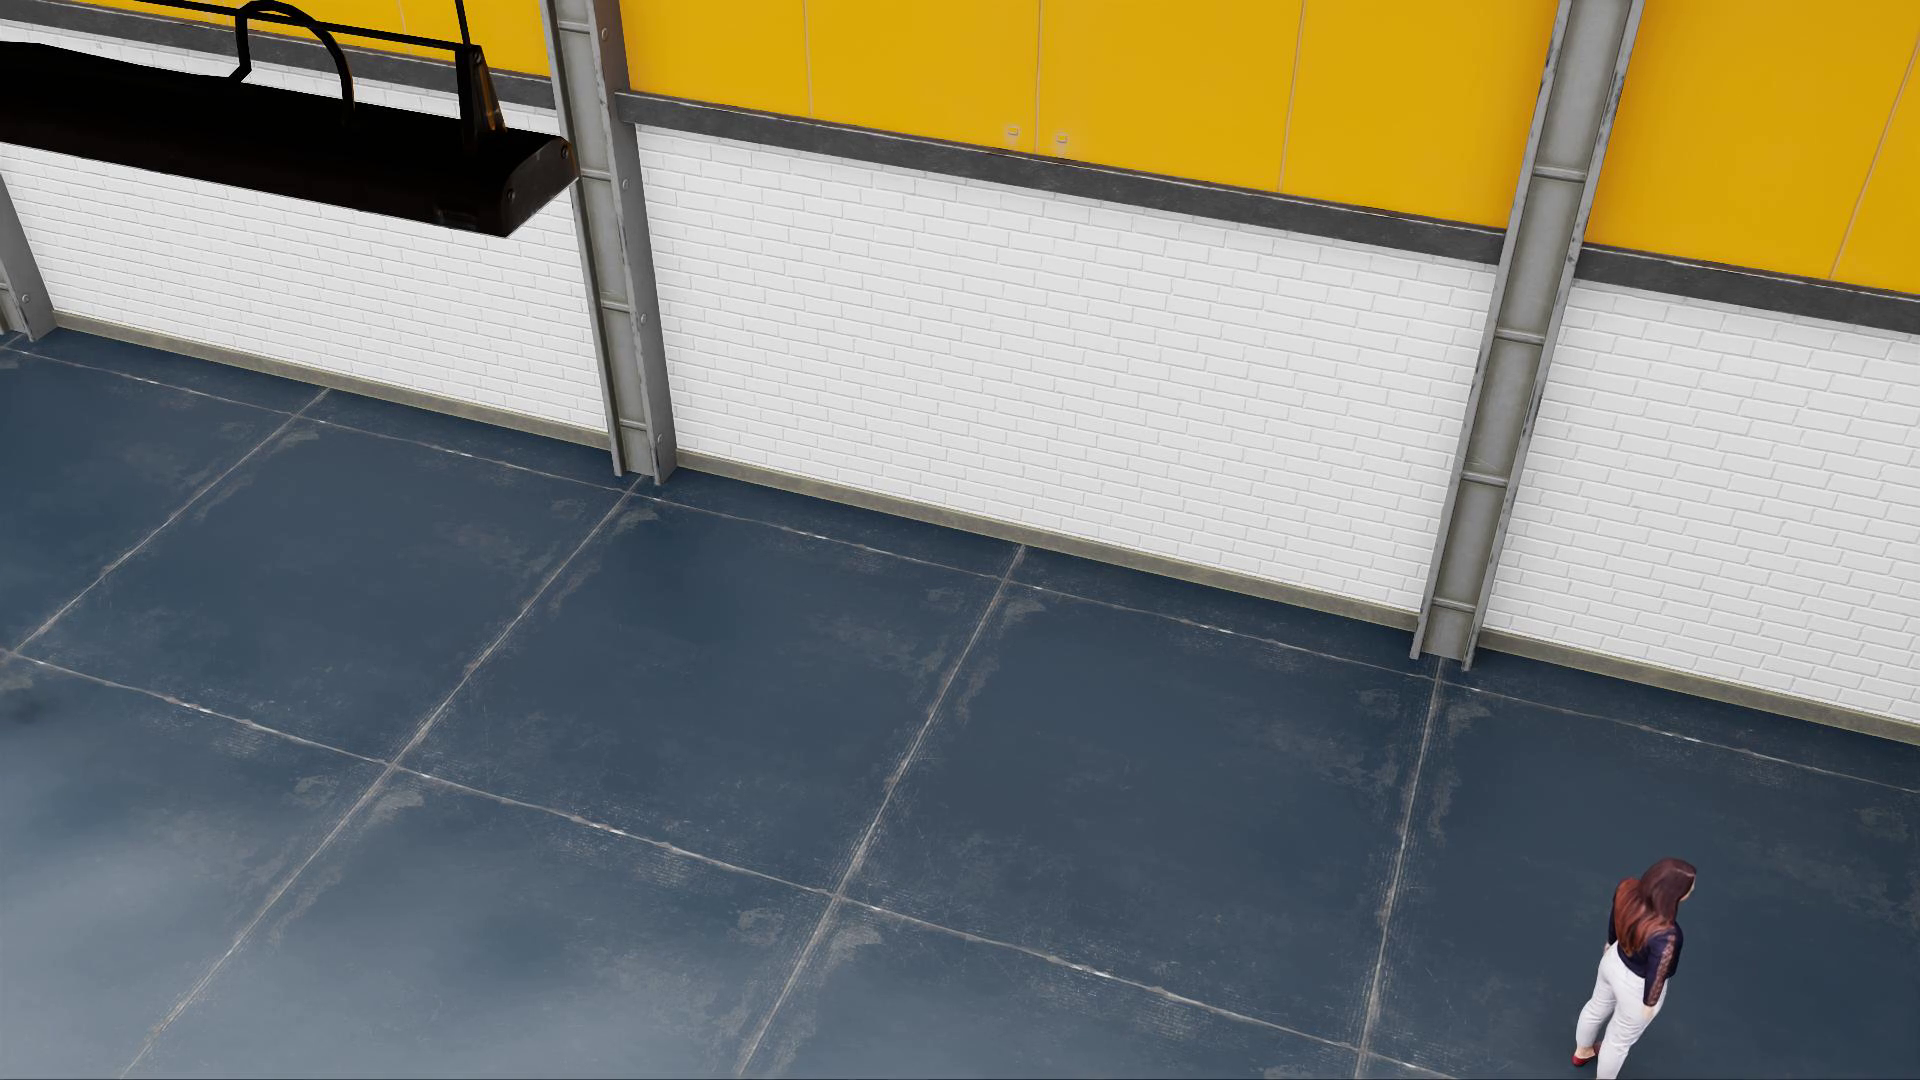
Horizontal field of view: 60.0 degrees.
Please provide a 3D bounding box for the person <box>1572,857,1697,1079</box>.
[{"bbox_3d":[3.294,2.129,8.115,0.696,1.610,0.684,-6,39,-8],"label":"person"}]
